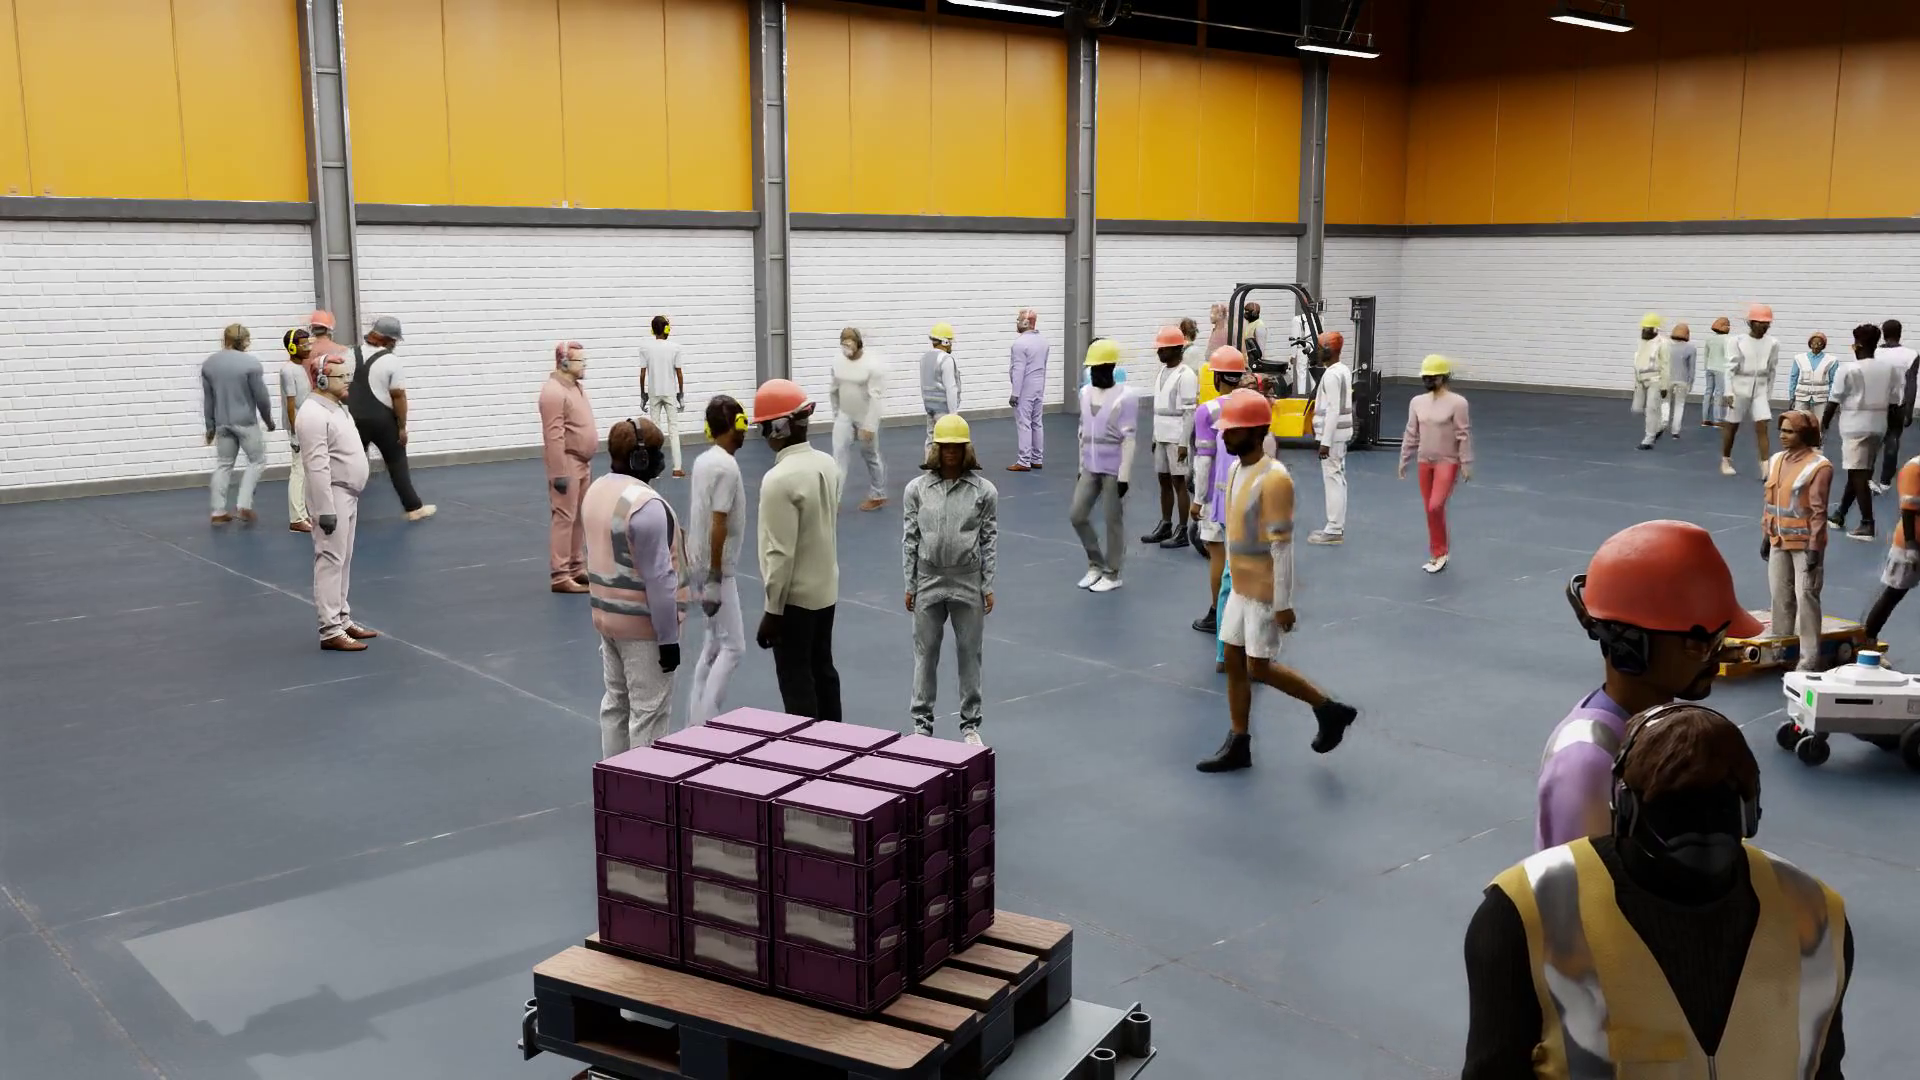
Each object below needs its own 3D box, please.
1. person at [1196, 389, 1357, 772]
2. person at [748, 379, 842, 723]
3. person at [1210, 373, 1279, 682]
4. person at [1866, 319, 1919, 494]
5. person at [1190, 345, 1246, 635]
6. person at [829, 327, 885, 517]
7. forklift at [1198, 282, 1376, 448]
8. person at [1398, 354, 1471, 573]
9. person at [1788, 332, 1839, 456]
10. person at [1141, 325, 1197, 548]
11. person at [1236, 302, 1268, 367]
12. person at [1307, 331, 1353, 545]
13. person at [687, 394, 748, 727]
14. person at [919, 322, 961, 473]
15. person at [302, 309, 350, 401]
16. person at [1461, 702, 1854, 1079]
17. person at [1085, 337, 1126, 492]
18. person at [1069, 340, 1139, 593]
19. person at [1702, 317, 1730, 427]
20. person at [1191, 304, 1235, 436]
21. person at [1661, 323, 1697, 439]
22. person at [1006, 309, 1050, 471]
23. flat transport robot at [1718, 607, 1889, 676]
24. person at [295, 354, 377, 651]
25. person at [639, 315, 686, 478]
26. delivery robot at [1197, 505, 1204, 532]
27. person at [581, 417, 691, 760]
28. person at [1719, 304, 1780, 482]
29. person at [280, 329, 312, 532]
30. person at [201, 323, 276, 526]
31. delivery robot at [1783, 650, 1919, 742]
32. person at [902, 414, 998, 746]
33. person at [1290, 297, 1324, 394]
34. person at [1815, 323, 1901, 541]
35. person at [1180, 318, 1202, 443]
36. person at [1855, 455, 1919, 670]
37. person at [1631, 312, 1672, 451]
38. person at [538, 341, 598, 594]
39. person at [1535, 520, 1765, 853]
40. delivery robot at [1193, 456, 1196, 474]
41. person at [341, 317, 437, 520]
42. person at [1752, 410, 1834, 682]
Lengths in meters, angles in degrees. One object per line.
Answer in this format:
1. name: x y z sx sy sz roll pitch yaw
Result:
1. person: 1.541 0.209 8.118 0.702 1.916 0.558 -3 10 -15
2. person: -0.756 0.259 7.585 0.398 1.985 0.609 4 10 20
3. person: 1.713 -0.074 9.940 0.383 1.845 0.570 -4 10 -22
4. person: 9.905 -1.428 17.842 0.598 1.868 0.938 8 12 39
5. person: 1.784 -0.332 11.179 0.545 1.939 0.373 -5 11 -25
6. person: -1.031 -1.145 16.191 0.679 1.854 1.055 5 11 26
7. forklift: 4.328 -2.346 22.227 2.313 2.155 1.214 3 10 16
8. person: 3.779 -0.606 13.318 0.560 1.743 0.553 -8 13 -39
9. person: 10.141 -1.654 19.807 0.511 1.637 0.307 5 11 29
10. person: 1.826 -0.898 14.504 0.362 1.935 0.548 -5 11 -25
11. person: 4.370 -2.646 25.015 0.429 1.844 0.626 -2 10 -12
12. person: 3.271 -0.895 14.648 0.356 1.881 0.575 4 10 22
13. person: -1.242 0.173 8.541 0.457 1.830 0.569 -5 11 -26
14. person: -0.190 -1.416 17.831 0.403 1.835 0.589 -6 11 -32
15. person: -6.631 -1.414 17.393 0.628 1.981 0.650 2 10 9
16. person: 1.129 1.162 2.720 0.633 1.842 0.429 0 10 0
17. person: 1.532 -1.305 17.618 0.538 1.685 0.331 9 14 44
18. person: 1.058 -0.544 12.487 0.456 1.909 0.618 -9 13 -41
19. person: 11.262 -2.491 24.715 0.280 1.633 0.498 -3 10 -17
20. person: 3.543 -2.364 23.302 0.952 1.859 0.656 0 10 1
21. person: 9.896 -2.190 23.003 0.516 1.613 0.415 5 11 29
22. person: 0.781 -1.768 19.669 0.410 1.912 0.651 7 12 34
23. flat transport robot: 5.067 0.624 10.459 1.431 0.197 0.652 -4 11 -24
24. person: -4.028 -0.244 10.764 0.407 1.908 0.641 -2 10 -9
25. person: -3.405 -1.629 18.999 0.517 1.864 0.334 0 10 -2
26. delivery robot: 2.347 -0.191 14.125 0.707 0.478 0.477 0 10 1
27. person: -1.394 0.382 7.290 0.429 1.844 0.626 -8 12 -38
28. person: 8.970 -1.665 18.845 0.631 1.982 1.061 0 10 3
29. person: -6.073 -1.007 15.338 0.312 1.869 0.537 -2 10 -11
30. person: -6.790 -1.077 15.613 0.633 1.909 0.465 3 10 16
31. delivery robot: 4.536 0.798 8.339 0.707 0.478 0.477 1 10 5
32. person: -0.052 0.233 8.441 0.486 1.746 0.289 0 10 0
33. person: 5.675 -3.044 27.226 0.574 1.883 0.356 -3 10 -17
34. person: 8.092 -0.993 15.097 0.616 1.919 0.938 -2 10 -14
35. person: 2.694 -1.705 19.603 0.943 1.796 0.540 -9 13 -44
36. person: 5.811 0.024 9.940 0.545 1.643 0.893 -3 10 -18
37. person: 8.993 -2.050 21.606 0.515 1.814 0.616 -3 10 -17
38. person: -2.933 -0.552 12.605 0.400 1.901 0.658 1 10 6
39. person: 1.303 0.969 3.260 0.373 2.043 0.614 5 11 29
40. delivery robot: 2.828 -0.806 17.727 0.707 0.478 0.477 -8 12 -37
41. person: -5.566 -1.164 15.755 0.744 2.000 0.906 3 10 15
42. person: 4.990 0.035 9.947 0.319 1.628 0.512 -2 10 -11
